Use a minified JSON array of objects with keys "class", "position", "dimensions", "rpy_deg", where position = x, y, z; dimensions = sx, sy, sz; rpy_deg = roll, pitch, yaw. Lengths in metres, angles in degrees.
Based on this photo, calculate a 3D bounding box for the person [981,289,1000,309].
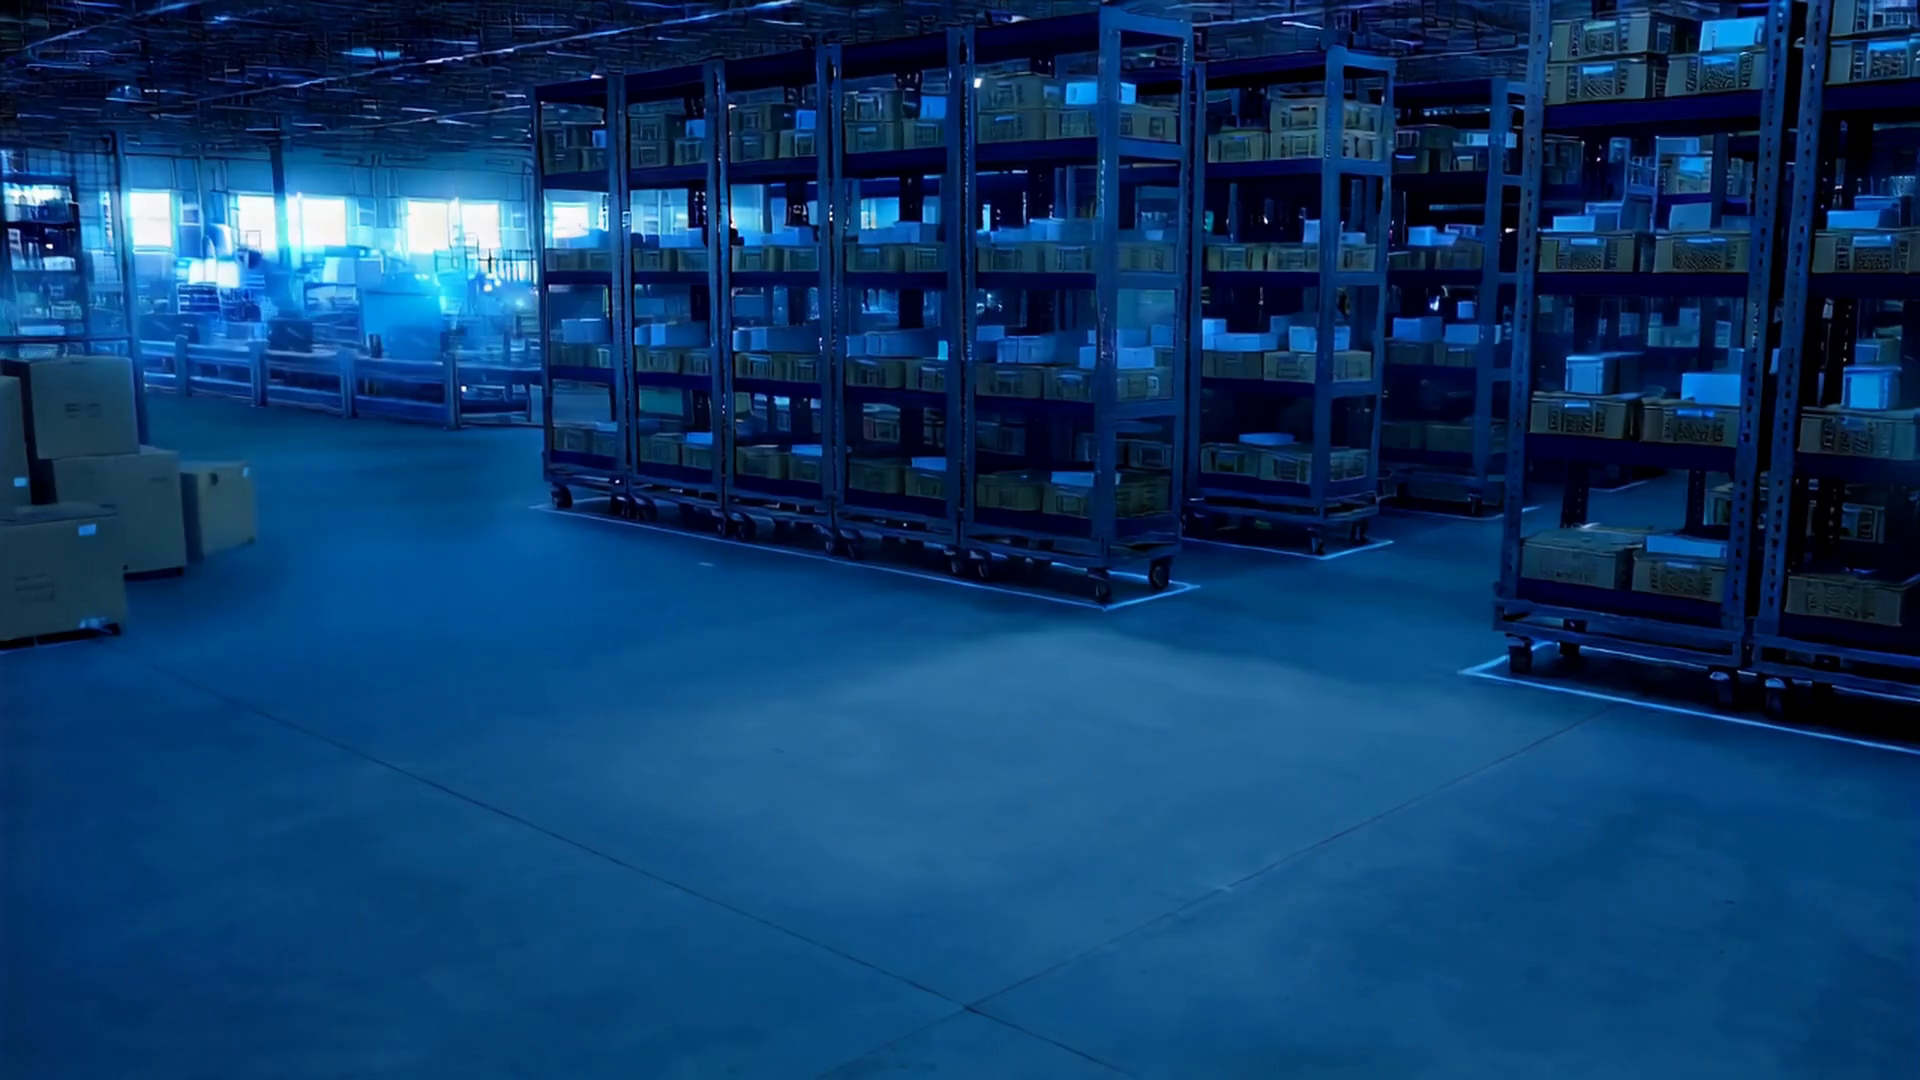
[{"class":"person","position":[0.577,-3.605,29.456],"dimensions":[0.533,1.767,0.325],"rpy_deg":[4,10,25]}]

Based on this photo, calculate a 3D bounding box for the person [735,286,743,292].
[{"class":"person","position":[-9.285,-10.181,69.247],"dimensions":[0.544,1.939,0.355],"rpy_deg":[8,12,41]}]

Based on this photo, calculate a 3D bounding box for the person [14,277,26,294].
[{"class":"person","position":[-29.341,-7.334,51.974],"dimensions":[0.618,1.877,0.633],"rpy_deg":[-2,10,-13]}]

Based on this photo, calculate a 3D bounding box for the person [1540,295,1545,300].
[{"class":"person","position":[16.510,-6.545,47.594],"dimensions":[0.639,1.739,0.333],"rpy_deg":[6,11,31]}]

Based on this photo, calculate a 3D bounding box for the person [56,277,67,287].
[{"class":"person","position":[-44.997,-12.518,83.454],"dimensions":[0.614,1.981,0.597],"rpy_deg":[-1,9,-4]}]

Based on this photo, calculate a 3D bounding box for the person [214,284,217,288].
[{"class":"person","position":[-35.288,-11.746,79.194],"dimensions":[0.636,1.821,0.638],"rpy_deg":[-8,12,-41]}]

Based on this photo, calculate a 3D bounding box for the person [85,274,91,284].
[{"class":"person","position":[-38.321,-10.748,72.889],"dimensions":[0.993,1.875,0.547],"rpy_deg":[1,9,7]}]

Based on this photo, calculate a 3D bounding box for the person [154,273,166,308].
[{"class":"person","position":[-34.376,-10.501,71.382],"dimensions":[1.016,1.904,0.638],"rpy_deg":[-8,12,-41]}]

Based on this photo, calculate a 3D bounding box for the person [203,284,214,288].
[{"class":"person","position":[-32.789,-10.685,72.575],"dimensions":[0.334,1.864,0.517],"rpy_deg":[7,11,36]}]

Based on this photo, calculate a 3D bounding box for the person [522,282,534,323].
[{"class":"person","position":[-15.090,-8.155,57.872],"dimensions":[0.816,1.593,0.514],"rpy_deg":[9,13,44]}]

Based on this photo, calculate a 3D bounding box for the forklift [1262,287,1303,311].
[{"class":"forklift","position":[10.769,-8.203,54.240],"dimensions":[1.129,2.768,1.873],"rpy_deg":[8,12,42]}]

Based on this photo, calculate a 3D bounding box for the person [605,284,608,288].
[{"class":"person","position":[-16.165,-11.295,76.289],"dimensions":[0.328,1.872,0.513],"rpy_deg":[-3,10,-16]}]

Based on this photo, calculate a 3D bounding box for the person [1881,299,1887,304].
[{"class":"person","position":[20.546,-5.026,37.512],"dimensions":[0.629,1.975,0.610],"rpy_deg":[2,9,13]}]

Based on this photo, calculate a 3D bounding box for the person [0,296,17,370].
[{"class":"person","position":[-15.315,-3.167,26.397],"dimensions":[0.459,1.894,0.659],"rpy_deg":[6,11,33]}]

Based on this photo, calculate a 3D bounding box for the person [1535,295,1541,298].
[{"class":"person","position":[15.349,-6.153,44.919],"dimensions":[0.589,1.822,0.404],"rpy_deg":[1,9,7]}]

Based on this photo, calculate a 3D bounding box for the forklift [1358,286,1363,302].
[{"class":"forklift","position":[11.100,-7.017,46.970],"dimensions":[1.873,2.768,1.129],"rpy_deg":[9,13,43]}]
